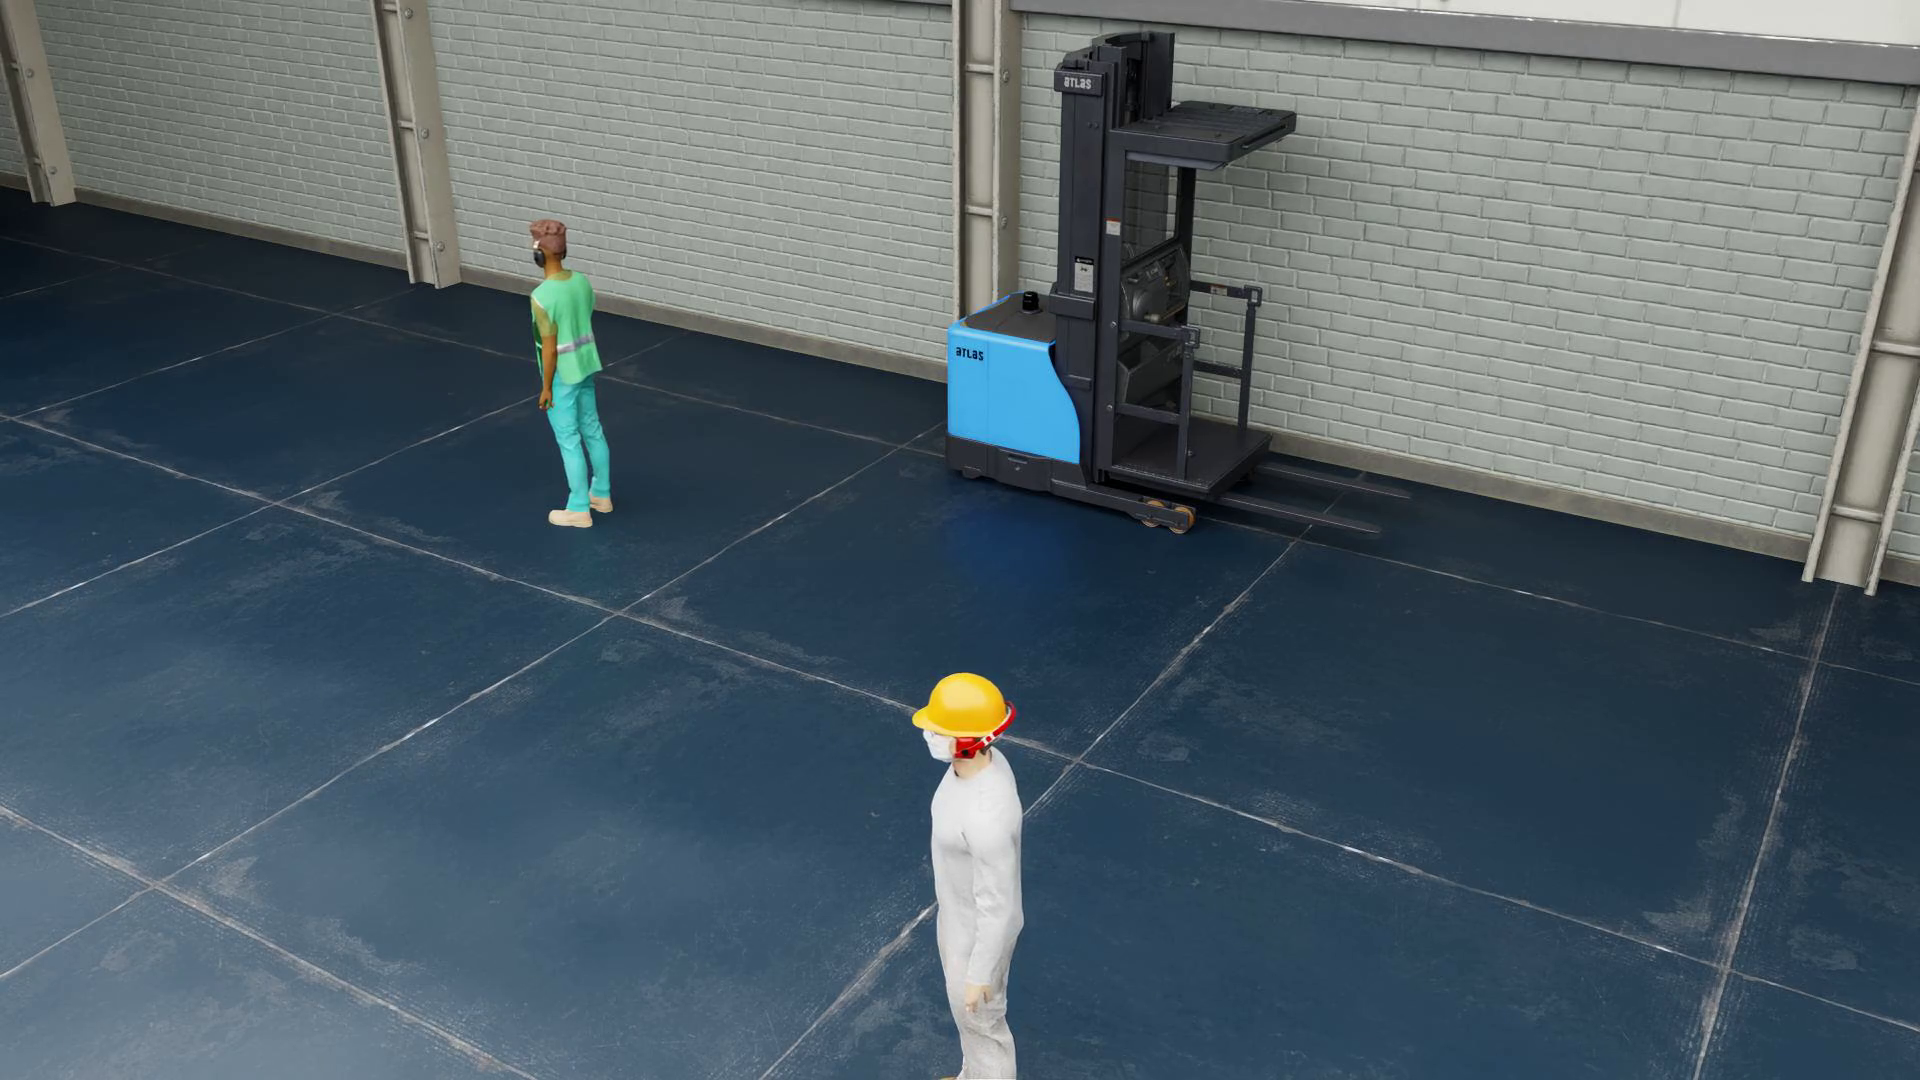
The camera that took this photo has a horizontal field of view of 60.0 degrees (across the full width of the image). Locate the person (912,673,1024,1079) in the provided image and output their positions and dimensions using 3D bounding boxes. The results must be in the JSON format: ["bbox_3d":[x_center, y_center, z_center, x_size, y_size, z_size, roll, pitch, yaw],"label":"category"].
[{"bbox_3d":[0.031,1.291,5.627,0.363,1.894,0.587,-3,25,-7],"label":"person"}]

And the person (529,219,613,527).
[{"bbox_3d":[-2.456,-1.031,10.443,0.401,1.977,0.482,12,28,23],"label":"person"}]

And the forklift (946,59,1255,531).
[{"bbox_3d":[0.933,-1.707,10.833,1.873,2.768,1.129,15,29,28],"label":"forklift"}]
